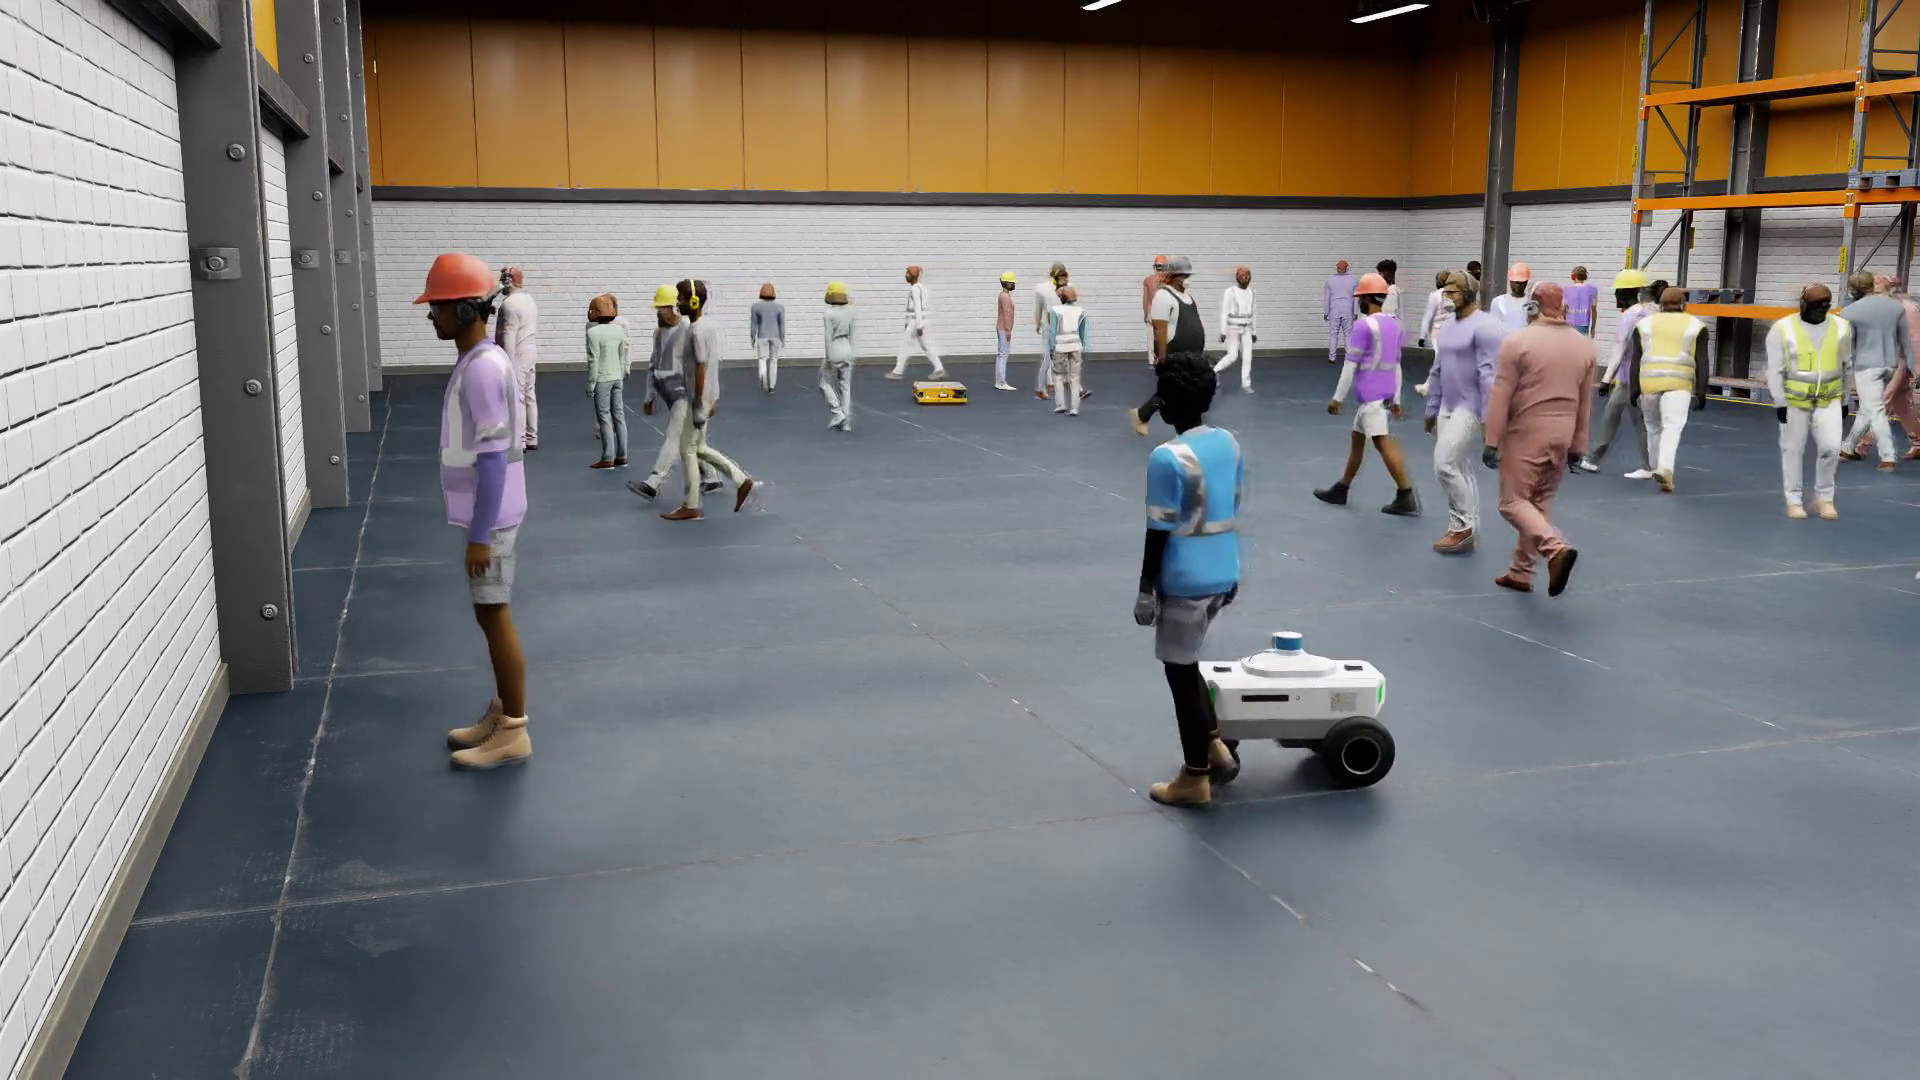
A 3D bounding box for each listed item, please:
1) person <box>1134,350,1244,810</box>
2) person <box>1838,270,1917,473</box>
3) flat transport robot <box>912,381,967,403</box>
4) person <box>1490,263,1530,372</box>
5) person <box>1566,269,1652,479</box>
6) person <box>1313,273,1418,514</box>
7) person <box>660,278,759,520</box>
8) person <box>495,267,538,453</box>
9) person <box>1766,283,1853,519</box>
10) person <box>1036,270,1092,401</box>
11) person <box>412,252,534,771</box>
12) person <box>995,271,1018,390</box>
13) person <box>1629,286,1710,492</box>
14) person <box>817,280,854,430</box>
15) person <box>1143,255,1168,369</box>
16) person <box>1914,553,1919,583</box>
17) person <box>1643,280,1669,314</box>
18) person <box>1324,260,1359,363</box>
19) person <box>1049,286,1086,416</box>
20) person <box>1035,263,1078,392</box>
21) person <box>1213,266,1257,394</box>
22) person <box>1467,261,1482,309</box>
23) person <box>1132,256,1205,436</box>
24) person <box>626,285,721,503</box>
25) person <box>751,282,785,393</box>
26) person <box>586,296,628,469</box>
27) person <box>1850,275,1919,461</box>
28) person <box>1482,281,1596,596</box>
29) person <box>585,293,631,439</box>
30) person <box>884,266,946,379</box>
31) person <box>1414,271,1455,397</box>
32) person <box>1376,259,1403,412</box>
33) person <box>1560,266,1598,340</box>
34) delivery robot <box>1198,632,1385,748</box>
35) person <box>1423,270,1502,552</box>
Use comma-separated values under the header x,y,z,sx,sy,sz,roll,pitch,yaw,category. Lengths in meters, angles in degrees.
x,y,z,sx,sy,sz,roll,pitch,yaw,category
0.818,0.154,6.084,0.370,1.681,0.542,7,12,36,person
8.575,-1.598,15.711,0.683,1.875,0.982,-2,10,-12,person
-0.290,-2.044,22.933,0.652,0.197,1.431,-1,10,-5,flat transport robot
5.942,-1.991,17.816,0.551,1.932,0.377,2,10,11,person
5.967,-1.497,15.101,0.941,1.883,0.593,5,11,27,person
3.267,-1.157,13.165,1.011,1.888,0.562,9,13,42,person
-1.943,-1.062,12.685,0.645,1.851,0.531,0,10,0,person
-4.556,-1.841,17.060,0.398,1.904,0.649,1,10,5,person
6.484,-1.048,12.707,0.652,1.815,0.535,2,10,9,person
1.392,-2.801,22.887,0.509,1.804,1.025,-7,12,-36,person
-1.923,-0.108,6.603,0.394,2.040,0.615,-3,10,-17,person
0.699,-3.117,24.830,0.322,1.765,0.533,-1,10,-7,person
6.158,-1.324,14.488,0.645,1.772,1.063,6,11,30,person
-1.420,-2.123,19.179,0.488,1.729,0.375,-9,14,-44,person
3.526,-4.005,29.298,0.609,1.996,0.379,3,10,17,person
6.171,-0.617,10.162,0.504,1.837,0.350,4,10,21,person
8.983,-2.507,21.491,0.537,1.696,0.321,-3,10,-15,person
7.061,-4.223,30.816,0.639,1.910,0.406,2,10,10,person
1.334,-2.367,20.852,0.534,1.622,0.470,-3,10,-16,person
1.431,-3.173,24.801,0.648,1.881,0.992,1,10,7,person
4.034,-3.077,24.342,0.609,1.858,0.752,-5,11,-28,person
8.266,-3.573,27.053,0.388,1.911,0.591,4,11,24,person
2.276,-2.050,17.853,0.724,2.000,0.697,7,12,34,person
-2.373,-1.201,13.692,1.001,1.769,0.603,-9,13,-41,person
-2.783,-2.927,24.160,0.504,1.618,0.565,-1,10,-8,person
-3.356,-1.484,15.754,0.266,1.631,0.507,5,11,26,person
9.146,-1.675,16.319,1.021,1.836,0.717,0,10,2,person
3.454,-0.576,9.802,0.684,1.878,0.744,-4,11,-21,person
-3.858,-1.898,18.237,0.519,1.596,0.765,0,10,-2,person
-0.695,-3.514,26.948,0.997,1.838,0.579,1,10,8,person
6.711,-2.858,23.255,0.645,1.785,0.974,-5,11,-28,person
5.492,-2.617,21.373,0.368,1.959,0.602,3,10,17,person
9.308,-3.204,25.096,0.575,1.843,0.375,0,10,1,person
1.279,0.604,6.515,0.707,0.478,0.477,0,10,-2,delivery robot
3.346,-0.857,11.287,0.524,1.917,0.650,-2,10,-12,person
